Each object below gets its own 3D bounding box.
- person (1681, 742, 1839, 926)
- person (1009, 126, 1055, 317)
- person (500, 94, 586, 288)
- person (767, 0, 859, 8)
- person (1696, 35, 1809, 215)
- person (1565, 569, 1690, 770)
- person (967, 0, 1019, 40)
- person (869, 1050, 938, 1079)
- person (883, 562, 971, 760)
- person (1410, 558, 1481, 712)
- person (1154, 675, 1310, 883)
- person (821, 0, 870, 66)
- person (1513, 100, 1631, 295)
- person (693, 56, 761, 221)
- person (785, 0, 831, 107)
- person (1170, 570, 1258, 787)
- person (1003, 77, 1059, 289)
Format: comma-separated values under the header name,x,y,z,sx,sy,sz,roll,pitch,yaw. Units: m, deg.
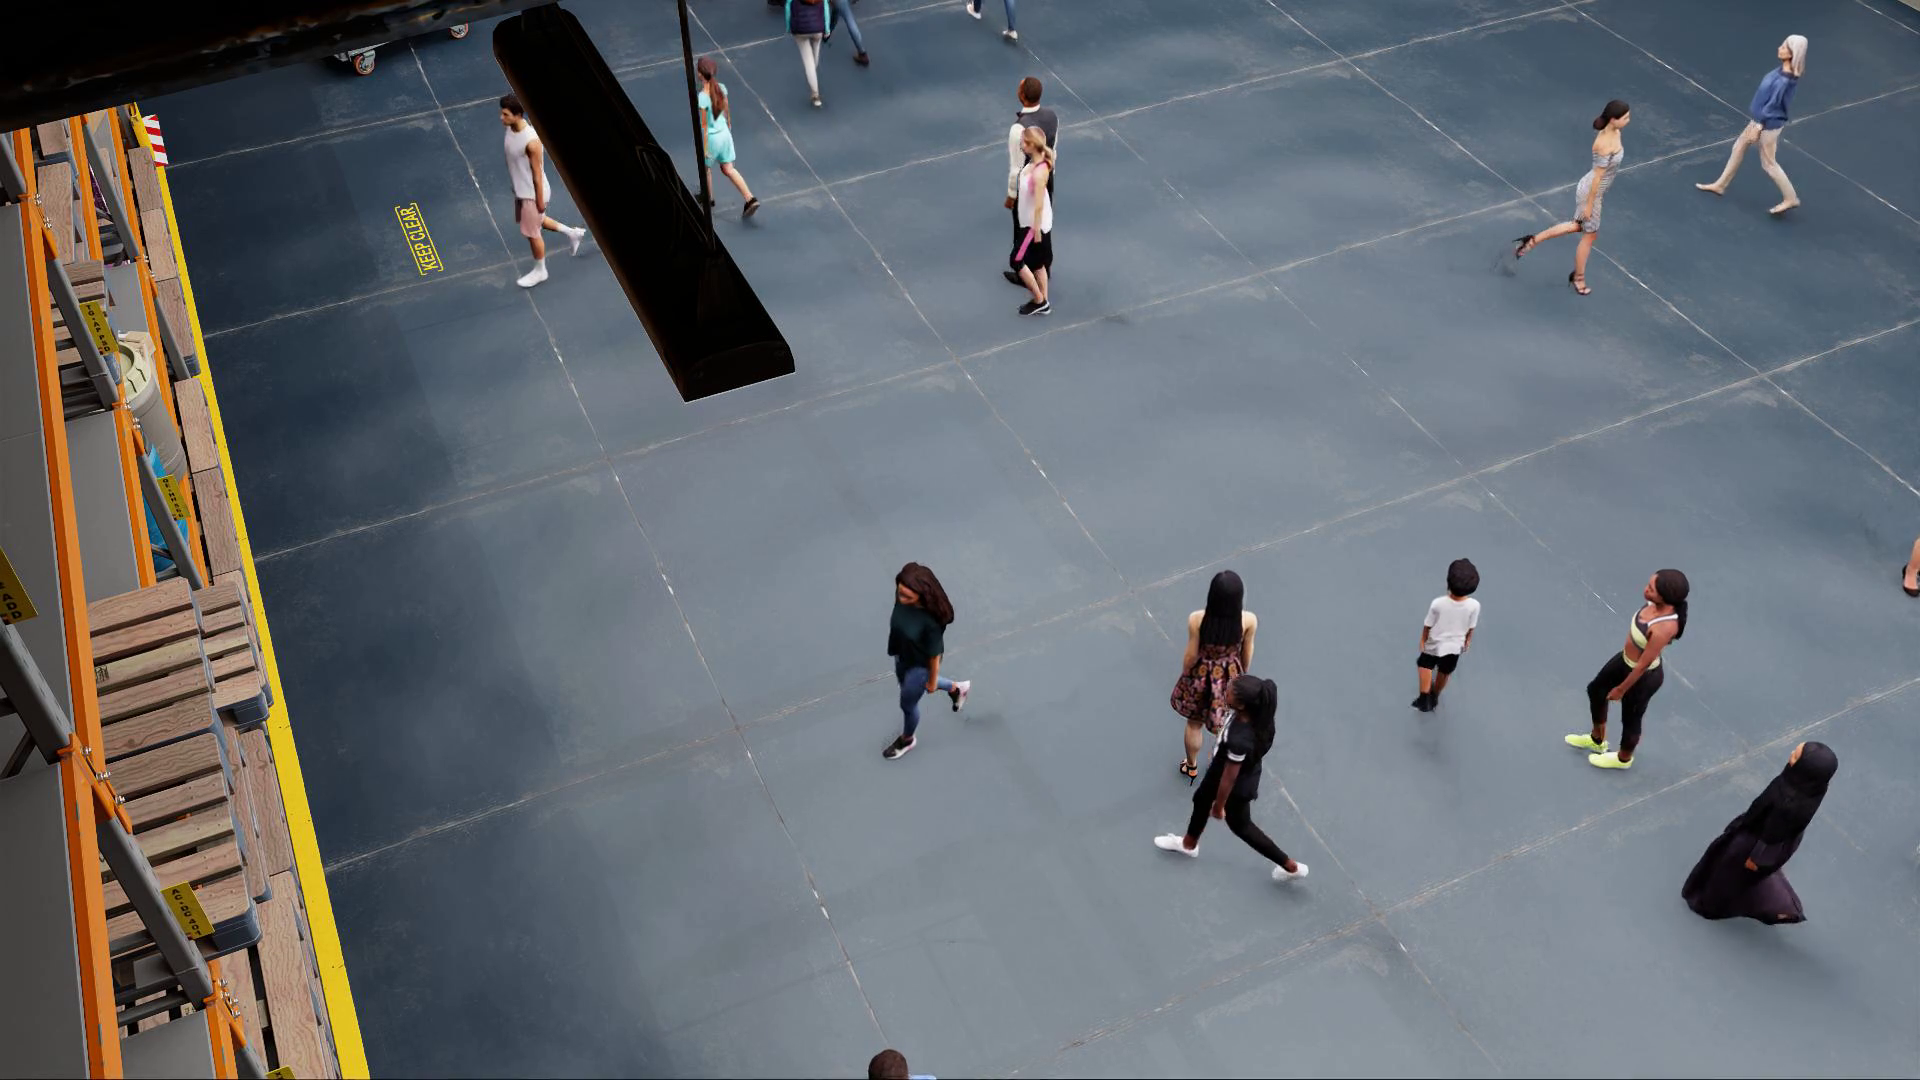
name,x,y,z,sx,sy,sz,roll,pitch,yaw
person,4.627,1.696,9.377,0.963,1.603,0.793,33,52,30
person,0.722,-2.611,13.778,0.779,1.768,0.690,4,44,4
person,-3.609,-3.028,14.214,0.791,1.771,0.934,-25,49,-24
person,-1.763,-6.561,17.851,1.101,1.870,1.290,-4,44,-4
person,7.387,-3.713,15.014,1.213,1.659,1.063,20,47,19
person,4.248,0.833,10.183,0.795,1.740,0.736,11,45,12
person,0.421,-6.108,17.510,0.573,1.684,1.124,-18,46,-18
person,-0.322,2.932,7.891,0.669,1.863,0.585,-14,45,-14
person,-0.216,0.724,10.401,0.774,1.597,0.907,-24,49,-23
person,3.143,0.675,10.704,0.637,1.250,0.713,4,44,4
person,1.675,1.426,9.592,1.173,1.697,1.144,12,45,12
person,-1.162,-5.655,17.090,1.166,1.607,0.869,34,53,31
person,5.237,-2.907,14.066,1.053,1.799,0.954,18,47,18
person,-2.147,-3.590,14.974,1.084,1.535,0.851,27,50,26
person,-1.500,-5.053,16.563,0.650,1.462,0.991,-13,45,-13
person,1.545,0.846,10.146,0.775,1.773,0.804,-1,44,-1
person,0.605,-3.024,14.104,0.766,1.917,0.701,-33,53,-30
